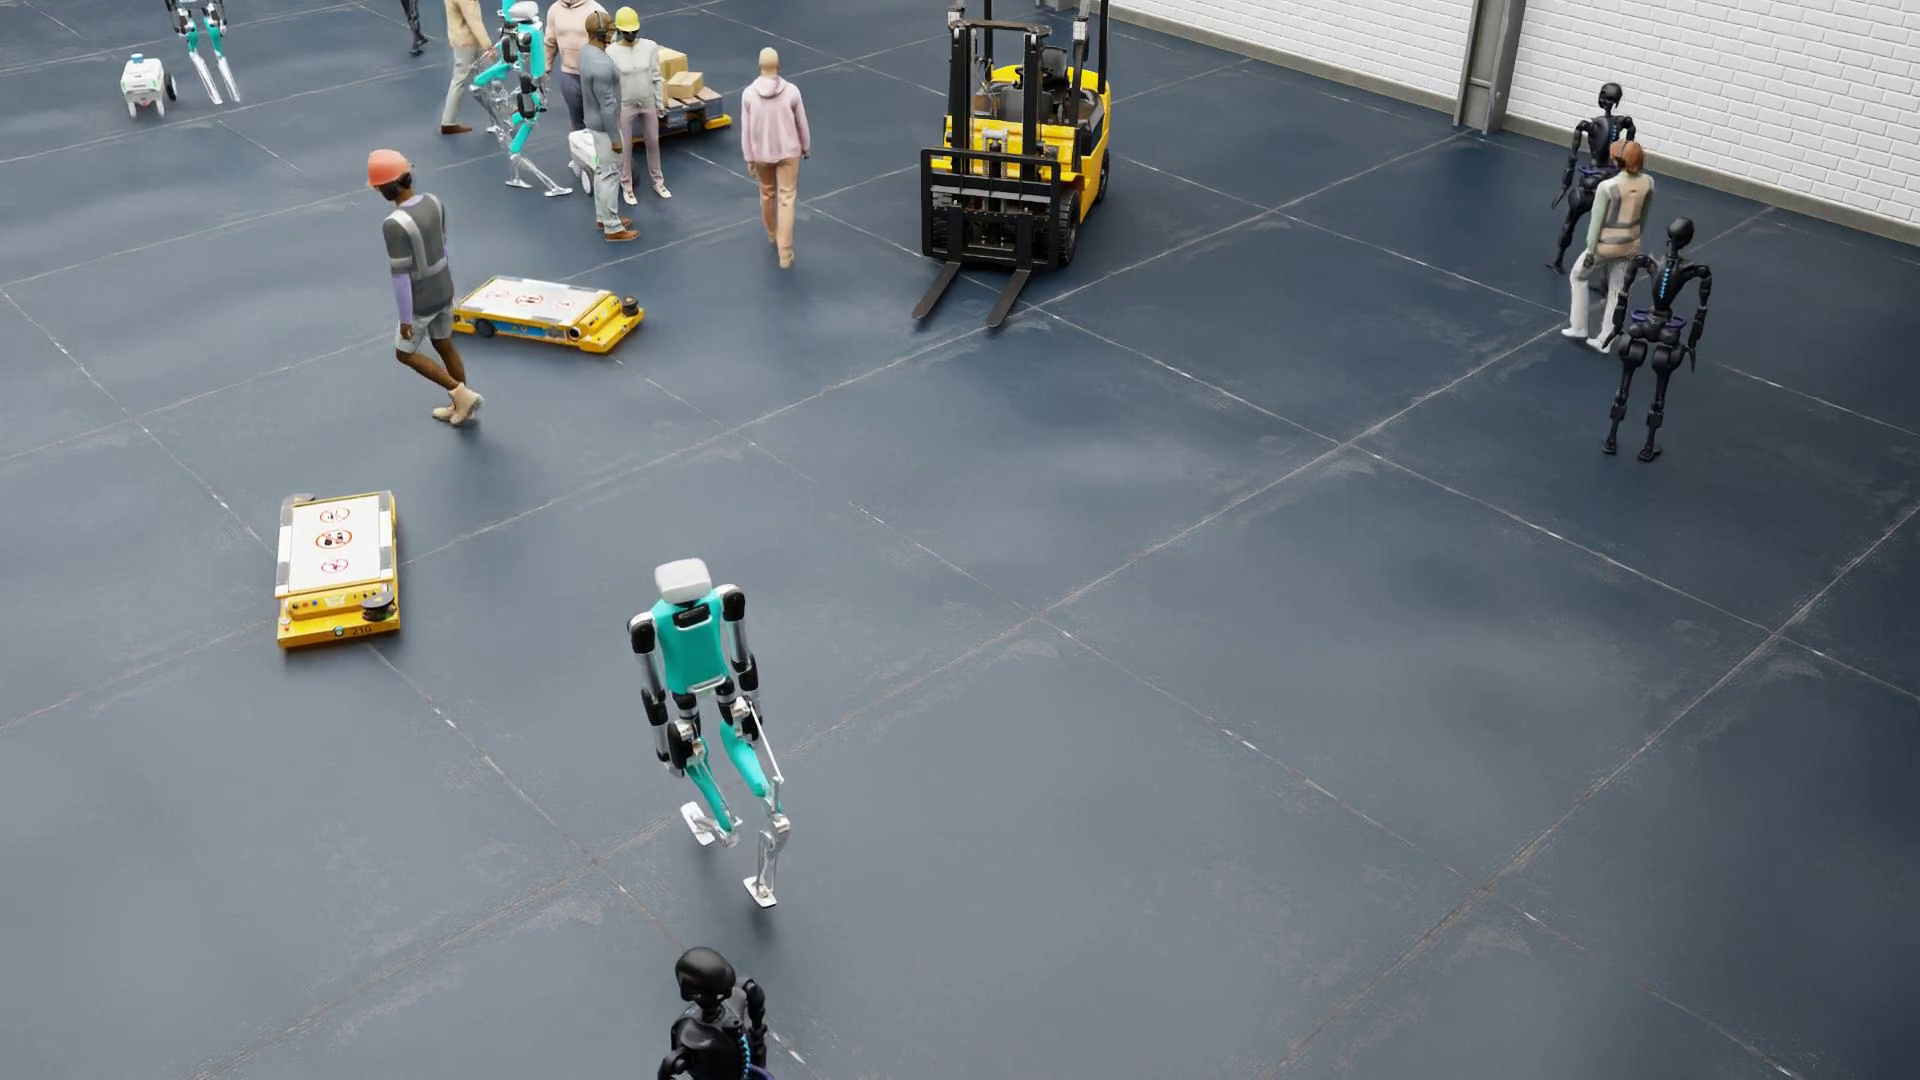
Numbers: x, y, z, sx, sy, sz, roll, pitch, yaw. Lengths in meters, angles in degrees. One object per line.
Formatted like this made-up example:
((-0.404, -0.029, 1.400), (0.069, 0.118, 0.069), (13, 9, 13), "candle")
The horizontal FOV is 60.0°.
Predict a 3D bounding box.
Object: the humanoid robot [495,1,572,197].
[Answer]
((-3.996, -3.914, 14.875), (0.883, 1.780, 0.574), (2, 33, 2), "humanoid robot")

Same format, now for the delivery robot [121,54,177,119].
((-8.407, -4.699, 17.148), (0.499, 0.612, 0.814), (-10, 34, -15), "delivery robot")

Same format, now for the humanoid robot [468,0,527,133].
((-4.512, -4.724, 16.131), (0.842, 1.803, 0.559), (-9, 34, -14), "humanoid robot")

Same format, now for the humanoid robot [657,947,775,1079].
((-0.868, 2.027, 5.777), (0.602, 1.644, 0.584), (17, 37, 24), "humanoid robot")

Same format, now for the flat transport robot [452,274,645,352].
((-3.239, -1.754, 12.869), (1.431, 0.231, 0.659), (10, 34, 15), "flat transport robot")

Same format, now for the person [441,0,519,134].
((-4.791, -4.927, 16.338), (0.992, 1.824, 0.564), (-13, 35, -19), "person")

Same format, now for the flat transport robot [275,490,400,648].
((-3.726, 0.127, 9.977), (0.659, 0.231, 1.431), (-9, 34, -14), "flat transport robot")

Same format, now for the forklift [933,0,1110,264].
((0.570, -3.725, 14.138), (1.214, 2.155, 2.313), (9, 34, 13), "forklift")

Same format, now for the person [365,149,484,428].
((-3.575, -1.624, 11.066), (0.458, 2.017, 0.658), (7, 34, 11), "person")

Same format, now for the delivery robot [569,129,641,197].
((-3.310, -3.516, 15.331), (0.499, 0.612, 0.801), (-19, 38, -26), "delivery robot")

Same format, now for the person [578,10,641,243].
((-2.979, -3.473, 13.995), (0.349, 1.930, 0.624), (-11, 35, -17), "person")

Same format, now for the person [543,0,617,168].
((-3.493, -4.376, 15.446), (0.824, 1.859, 0.434), (6, 33, 9), "person")

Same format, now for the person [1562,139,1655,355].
((4.776, -2.178, 12.271), (0.545, 1.613, 0.553), (-10, 34, -15), "person")

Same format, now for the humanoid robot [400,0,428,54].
((-6.238, -6.292, 18.567), (0.616, 1.634, 0.656), (9, 34, 13), "humanoid robot")

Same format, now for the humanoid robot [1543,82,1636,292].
((5.072, -2.808, 13.243), (0.592, 1.626, 0.760), (-7, 34, -10), "humanoid robot")

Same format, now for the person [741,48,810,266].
((-1.506, -3.201, 13.743), (0.539, 1.744, 0.815), (0, 33, 1), "person")

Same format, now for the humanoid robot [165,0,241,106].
((-7.795, -5.289, 17.000), (0.530, 1.837, 0.690), (-18, 37, -25), "humanoid robot")

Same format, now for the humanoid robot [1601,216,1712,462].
((4.541, -1.327, 10.908), (0.599, 1.657, 0.315), (17, 37, 25), "humanoid robot")

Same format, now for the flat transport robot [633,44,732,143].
((-3.072, -4.191, 16.615), (1.431, 0.231, 0.659), (-20, 38, -28), "flat transport robot")

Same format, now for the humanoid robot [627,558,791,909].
((-1.061, 0.943, 7.398), (0.553, 1.738, 1.036), (-17, 37, -25), "humanoid robot")

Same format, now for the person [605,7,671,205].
((-2.860, -3.832, 14.702), (0.519, 1.759, 0.356), (-17, 37, -24), "person")
